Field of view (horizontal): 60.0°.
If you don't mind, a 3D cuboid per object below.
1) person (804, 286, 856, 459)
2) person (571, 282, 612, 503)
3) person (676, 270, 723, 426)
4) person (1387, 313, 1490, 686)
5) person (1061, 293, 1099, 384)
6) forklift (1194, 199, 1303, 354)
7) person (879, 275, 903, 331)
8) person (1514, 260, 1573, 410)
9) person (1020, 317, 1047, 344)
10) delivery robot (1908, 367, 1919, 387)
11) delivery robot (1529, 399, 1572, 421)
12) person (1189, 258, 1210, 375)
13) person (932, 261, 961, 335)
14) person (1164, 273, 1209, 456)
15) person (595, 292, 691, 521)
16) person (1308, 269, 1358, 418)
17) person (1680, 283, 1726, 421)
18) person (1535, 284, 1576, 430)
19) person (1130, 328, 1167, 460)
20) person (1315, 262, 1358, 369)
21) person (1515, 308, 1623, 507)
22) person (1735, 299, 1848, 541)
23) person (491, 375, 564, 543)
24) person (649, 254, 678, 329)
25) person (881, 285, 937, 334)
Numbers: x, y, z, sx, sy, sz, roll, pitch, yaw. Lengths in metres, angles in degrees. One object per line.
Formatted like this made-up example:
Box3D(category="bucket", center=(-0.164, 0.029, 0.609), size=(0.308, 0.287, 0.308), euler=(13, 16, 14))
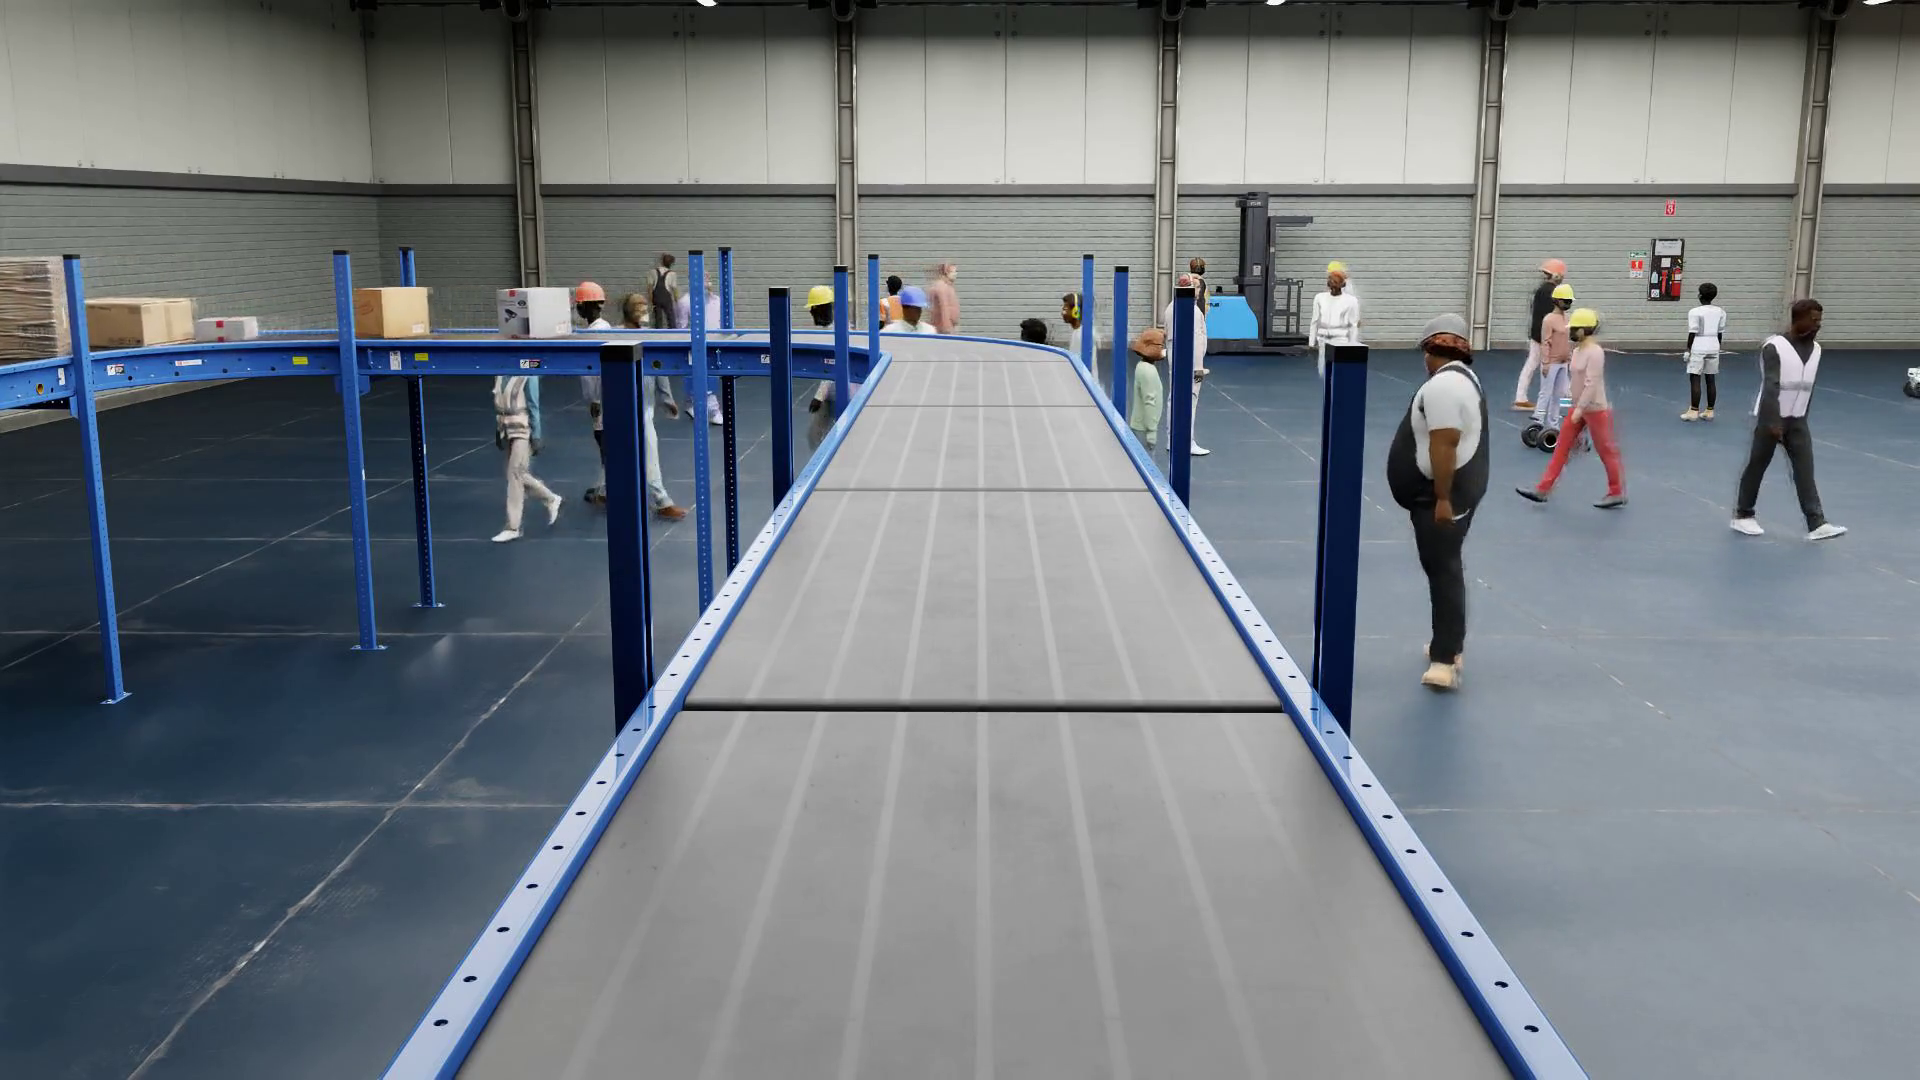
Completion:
Box3D(category="person", center=(-1.211, -1.305, 14.818), size=(0.742, 1.889, 0.578), euler=(-5, 12, -22))
Box3D(category="person", center=(-3.221, -1.303, 14.698), size=(0.384, 1.935, 0.558), euler=(-1, 11, -7))
Box3D(category="person", center=(-3.141, -2.362, 20.347), size=(1.018, 1.861, 0.652), euler=(11, 15, 44))
Box3D(category="person", center=(2.593, -0.247, 9.105), size=(0.535, 2.000, 0.855), euler=(5, 12, 26))
Box3D(category="person", center=(1.120, -1.344, 15.253), size=(1.016, 1.813, 0.507), euler=(-1, 11, -6))
Box3D(category="forklift", center=(5.313, -4.851, 30.603), size=(1.873, 2.768, 1.129), euler=(0, 11, 1))
Box3D(category="person", center=(-0.904, -2.797, 22.983), size=(0.532, 1.697, 0.319), euler=(-6, 12, -27))
Box3D(category="person", center=(7.693, -2.645, 21.555), size=(1.005, 1.939, 0.649), euler=(-1, 11, -7))
Box3D(category="person", center=(0.634, -0.997, 13.765), size=(0.395, 1.684, 0.543), euler=(-4, 12, -19))
Box3D(category="delivery robot", center=(13.591, -2.272, 23.096), size=(0.707, 0.478, 0.477), euler=(2, 11, 11))
Box3D(category="delivery robot", center=(6.559, -1.417, 18.036), size=(0.698, 0.223, 0.335), euler=(0, 11, -3))
Box3D(category="person", center=(3.793, -3.597, 26.726), size=(0.429, 1.845, 0.622), euler=(-3, 11, -16))
Box3D(category="person", center=(-0.266, -3.064, 23.874), size=(0.731, 1.879, 0.642), euler=(2, 11, 10))
Box3D(category="person", center=(2.418, -1.863, 17.649), size=(0.407, 1.908, 0.641), euler=(-4, 12, -21))
Box3D(category="person", center=(-2.723, -1.130, 13.947), size=(1.003, 1.894, 0.632), euler=(4, 12, 19))
Box3D(category="person", center=(4.730, -2.482, 20.976), size=(0.582, 1.856, 0.817), euler=(8, 13, 34))
Box3D(category="person", center=(9.170, -2.321, 20.538), size=(0.541, 1.695, 0.316), euler=(-4, 12, -18))
Box3D(category="person", center=(6.693, -1.980, 18.639), size=(0.517, 1.757, 0.336), euler=(-9, 14, -37))
Box3D(category="person", center=(1.490, -0.857, 13.182), size=(0.279, 1.631, 0.504), euler=(0, 11, 1))
Box3D(category="person", center=(6.331, -3.710, 27.500), size=(0.904, 1.780, 0.647), euler=(-4, 12, -19))
Box3D(category="person", center=(5.357, -1.130, 14.370), size=(0.933, 1.714, 0.532), euler=(-1, 11, -7))
Box3D(category="person", center=(6.472, -0.919, 12.894), size=(0.605, 1.863, 1.013), euler=(-4, 12, -18))
Box3D(category="person", center=(-3.421, -0.821, 13.041), size=(0.521, 1.615, 0.674), euler=(10, 15, 41))
Box3D(category="person", center=(-5.454, -4.359, 30.749), size=(0.631, 1.810, 0.378), euler=(1, 11, 5))
Box3D(category="person", center=(-0.477, -1.337, 14.954), size=(0.612, 1.925, 0.865), euler=(-9, 14, -37))
